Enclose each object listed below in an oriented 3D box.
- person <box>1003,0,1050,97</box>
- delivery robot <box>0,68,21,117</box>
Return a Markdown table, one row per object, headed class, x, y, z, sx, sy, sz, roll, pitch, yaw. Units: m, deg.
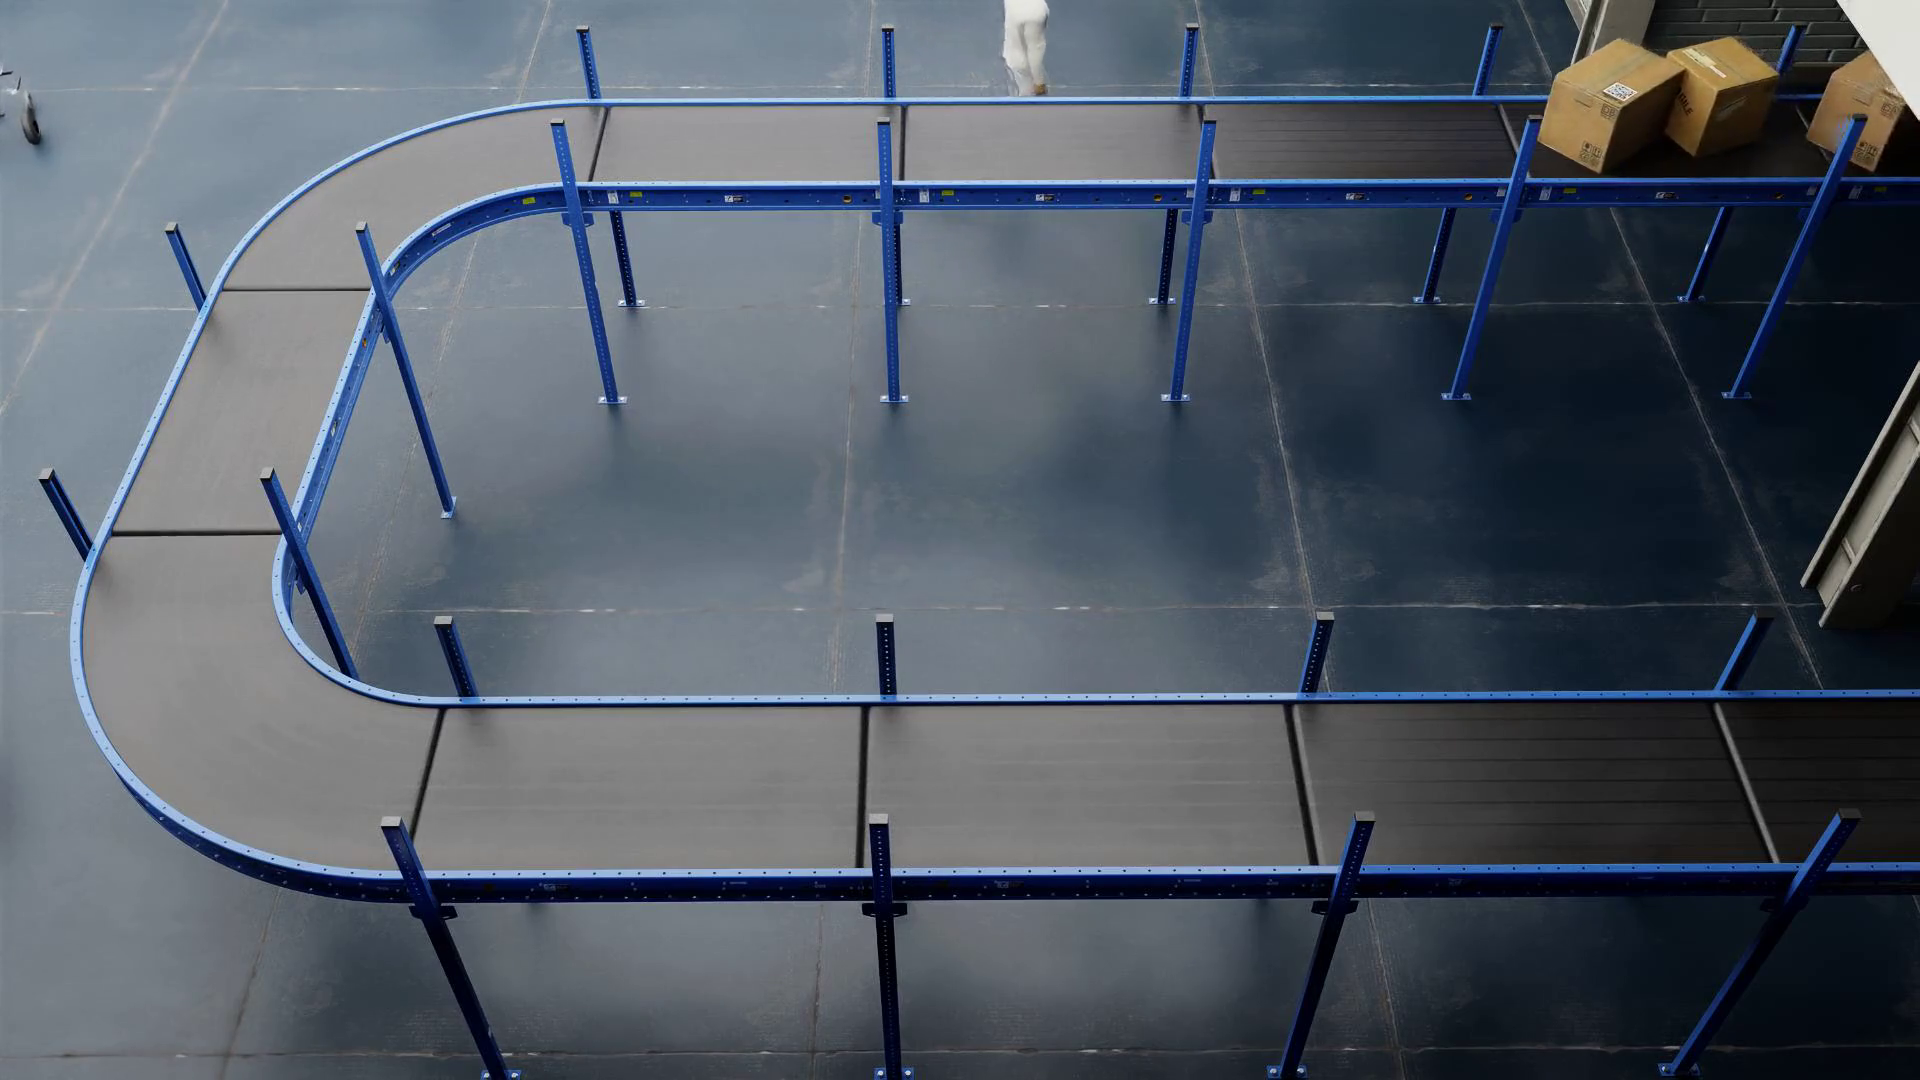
| class | x | y | z | sx | sy | sz | roll | pitch | yaw |
| --- | --- | --- | --- | --- | --- | --- | --- | --- | --- |
| person | 0.478 | -3.749 | 13.460 | 0.645 | 1.927 | 0.642 | -10 | 48 | -9 |
| delivery robot | -7.996 | -3.766 | 14.190 | 0.335 | 0.223 | 0.698 | -12 | 48 | -11 |
